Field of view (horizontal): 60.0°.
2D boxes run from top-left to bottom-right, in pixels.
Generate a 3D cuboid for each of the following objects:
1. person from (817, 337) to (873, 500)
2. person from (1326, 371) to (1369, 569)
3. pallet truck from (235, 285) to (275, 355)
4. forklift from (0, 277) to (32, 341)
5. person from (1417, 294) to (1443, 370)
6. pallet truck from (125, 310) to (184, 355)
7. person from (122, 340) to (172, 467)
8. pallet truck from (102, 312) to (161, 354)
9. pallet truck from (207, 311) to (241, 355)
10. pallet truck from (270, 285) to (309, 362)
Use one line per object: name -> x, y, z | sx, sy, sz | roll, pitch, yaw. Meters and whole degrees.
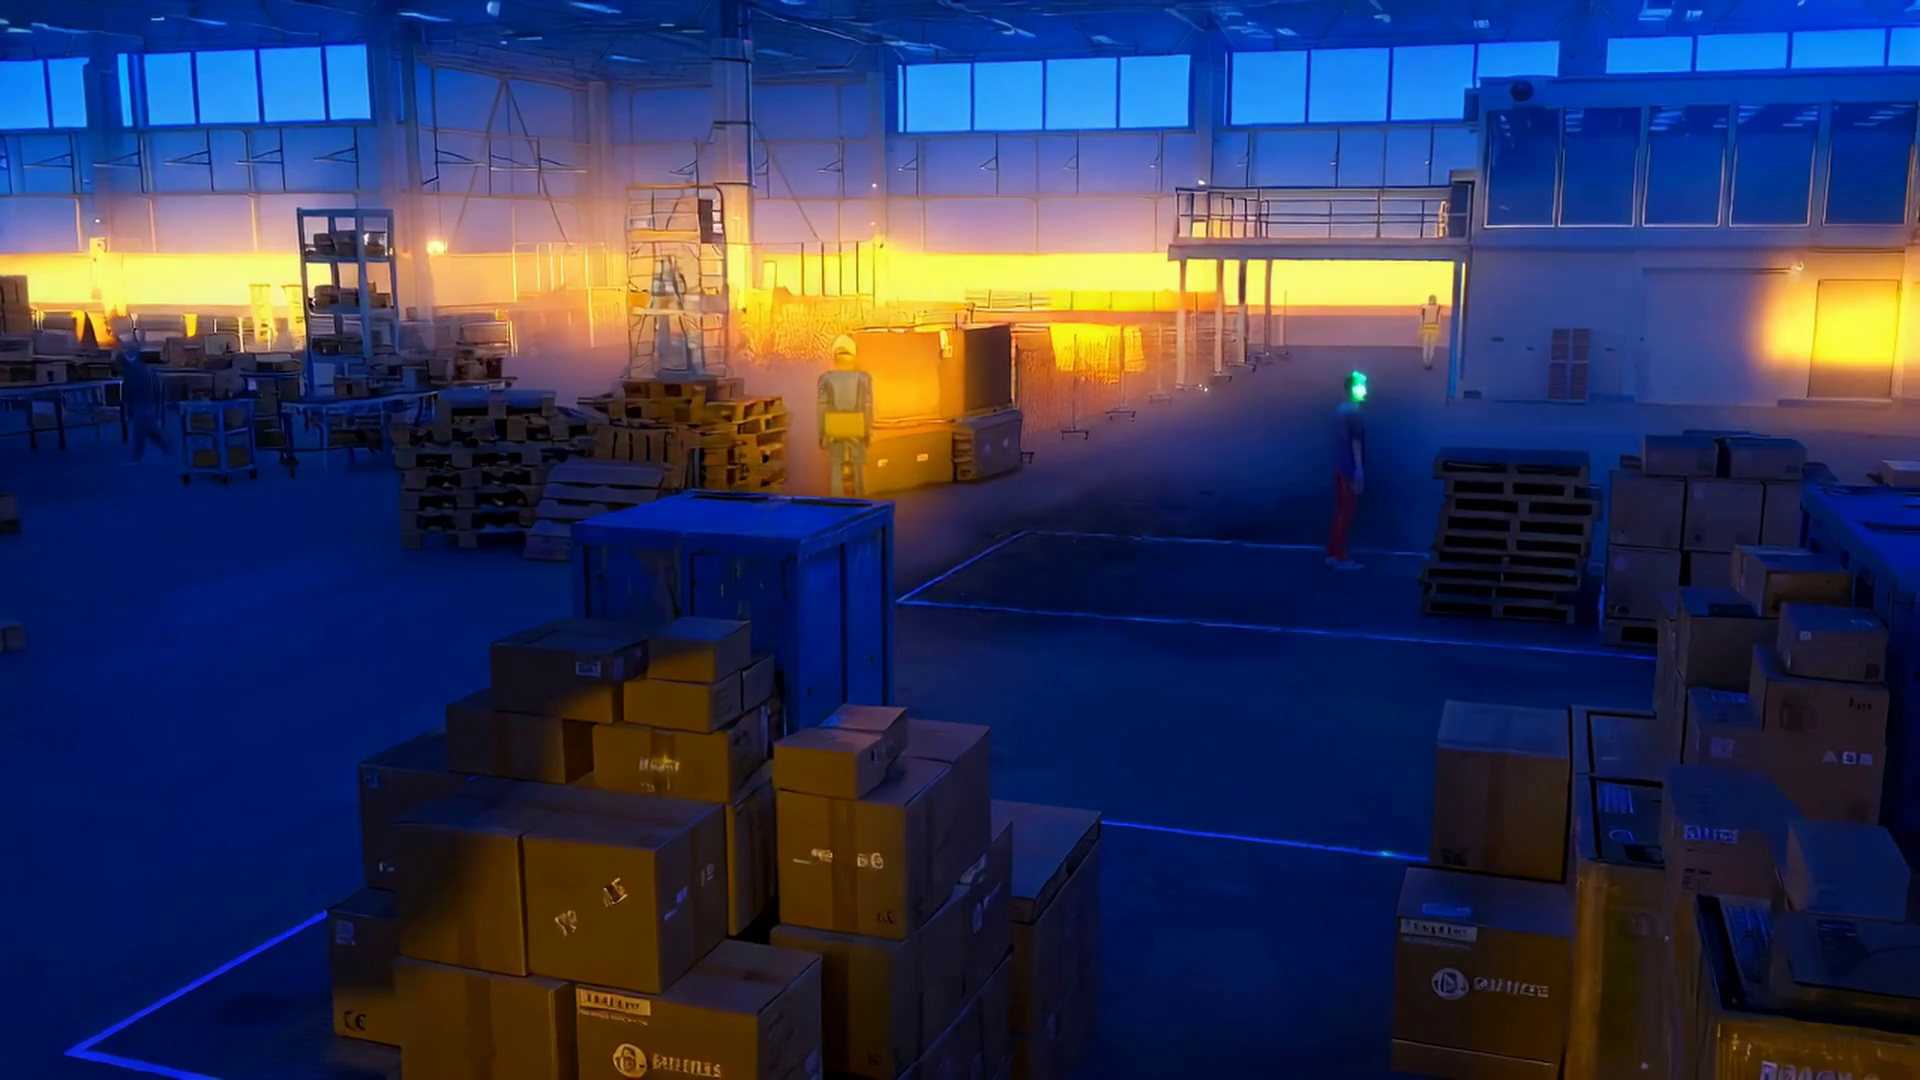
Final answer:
person -> -1.243, -1.178, 18.069 | 0.610, 2.043, 0.397 | 0, 10, -2
person -> 3.659, -0.654, 15.648 | 0.328, 1.861, 0.500 | -2, 10, -13
pallet truck -> -18.327, -5.835, 44.421 | 0.823, 1.965, 1.885 | 4, 11, 23
forklift -> -27.151, -6.329, 46.328 | 1.157, 1.987, 2.680 | 3, 11, 17
person -> 11.379, -5.031, 40.296 | 0.583, 1.861, 0.790 | 3, 11, 17
pallet truck -> -22.038, -5.665, 45.457 | 0.704, 1.261, 1.522 | 3, 11, 17
person -> -11.323, -1.915, 23.084 | 0.532, 1.743, 0.777 | 5, 11, 27
pallet truck -> -23.057, -5.777, 46.261 | 0.680, 1.201, 1.601 | 3, 11, 19
pallet truck -> -19.537, -5.575, 44.913 | 0.653, 1.274, 1.630 | 3, 11, 19
pallet truck -> -17.147, -5.700, 43.663 | 0.823, 1.965, 1.885 | 3, 11, 17
